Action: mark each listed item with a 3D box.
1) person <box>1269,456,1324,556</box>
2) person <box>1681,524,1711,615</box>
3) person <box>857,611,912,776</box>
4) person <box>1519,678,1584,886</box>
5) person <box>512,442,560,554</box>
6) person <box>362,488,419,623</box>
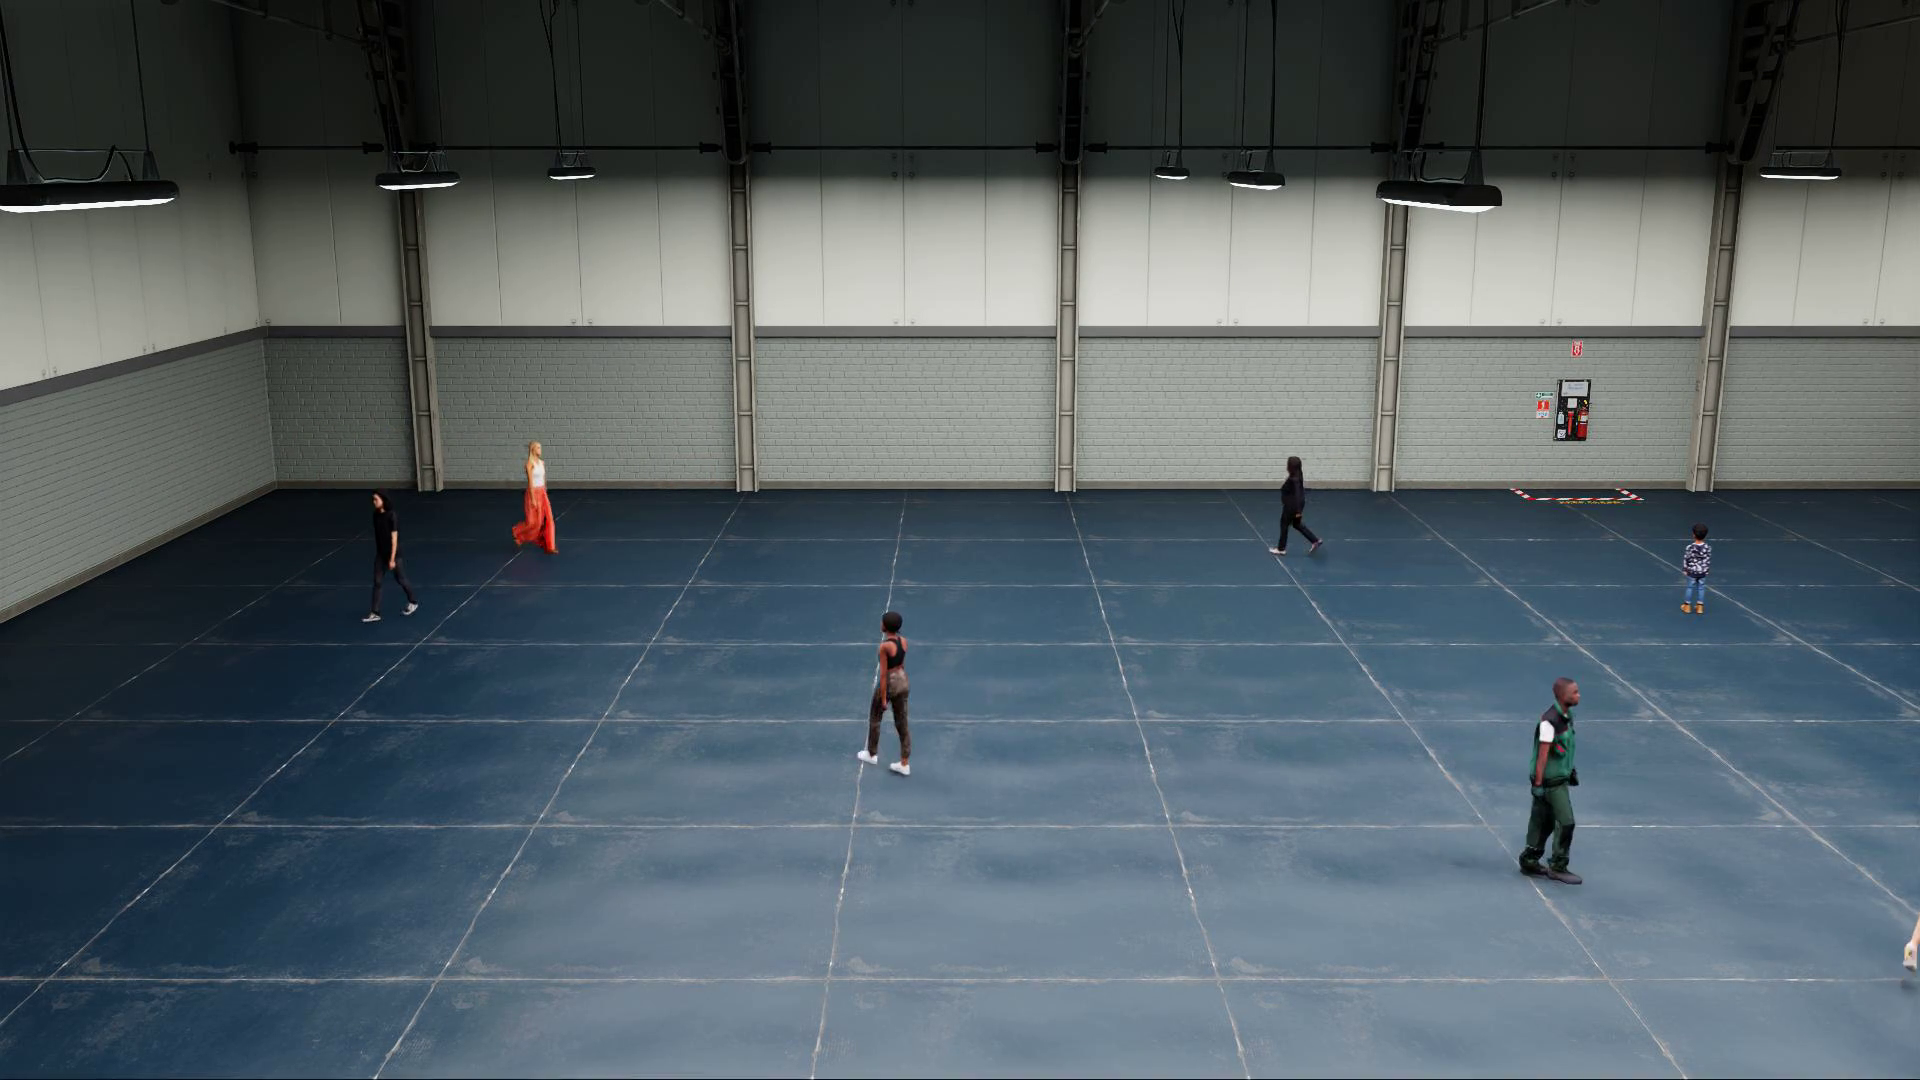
[{"bbox_3d":[5.320,-0.516,26.065,1.102,1.586,0.758,2,13,10],"label":"person"},{"bbox_3d":[10.150,0.386,22.913,0.462,1.251,0.579,2,13,8],"label":"person"},{"bbox_3d":[-0.617,1.569,16.870,1.000,1.672,0.923,12,18,42],"label":"person"},{"bbox_3d":[5.040,2.061,14.417,0.986,1.821,0.927,8,15,32],"label":"person"},{"bbox_3d":[-6.751,-0.653,26.223,1.130,1.781,0.923,6,14,24],"label":"person"},{"bbox_3d":[-7.675,0.184,22.581,1.183,1.795,1.078,7,15,29],"label":"person"}]
